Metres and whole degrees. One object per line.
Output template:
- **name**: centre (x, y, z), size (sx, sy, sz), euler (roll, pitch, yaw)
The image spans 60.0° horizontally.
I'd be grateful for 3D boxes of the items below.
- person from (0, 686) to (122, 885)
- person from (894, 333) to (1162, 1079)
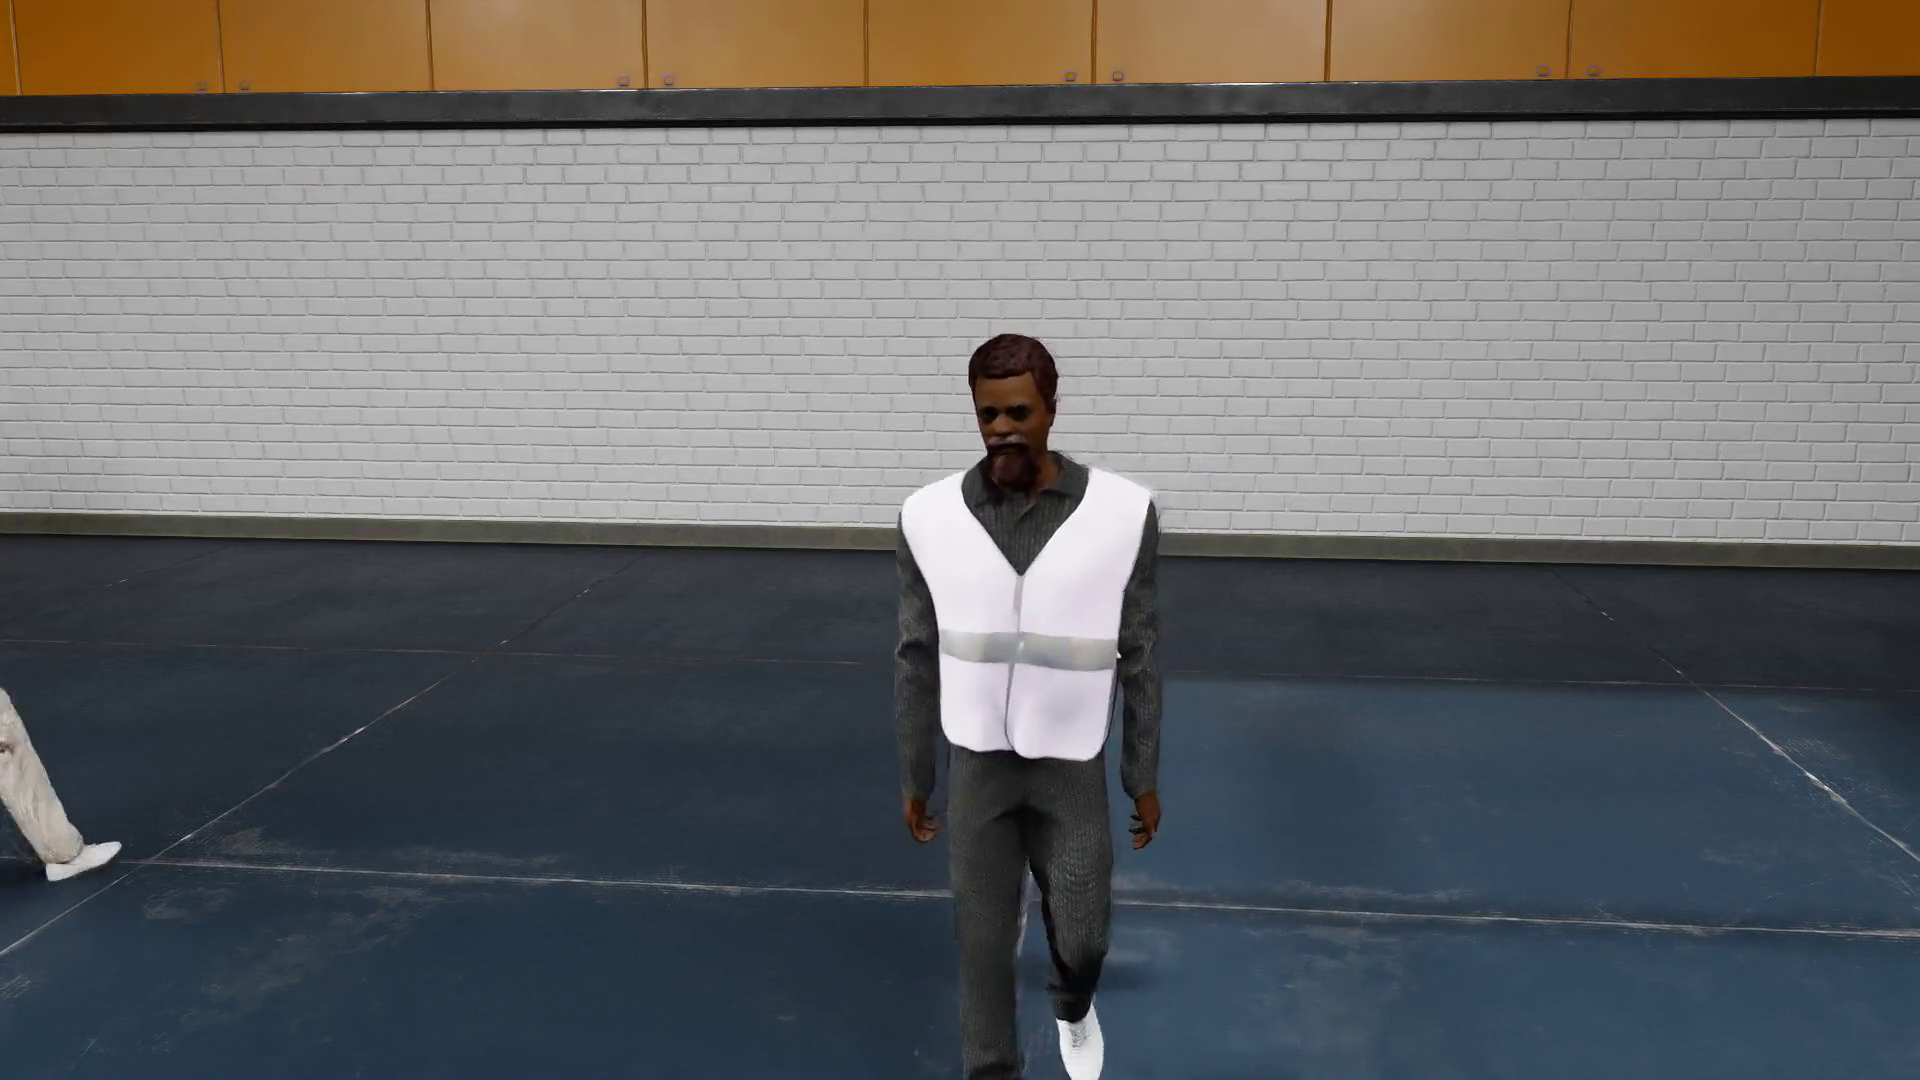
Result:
- **person**: centre (-3.174, 0.396, 5.145), size (0.525, 1.584, 0.906), euler (5, 11, 25)
- **person**: centre (0.154, 0.480, 3.771), size (0.610, 1.899, 0.552), euler (2, 10, 9)
